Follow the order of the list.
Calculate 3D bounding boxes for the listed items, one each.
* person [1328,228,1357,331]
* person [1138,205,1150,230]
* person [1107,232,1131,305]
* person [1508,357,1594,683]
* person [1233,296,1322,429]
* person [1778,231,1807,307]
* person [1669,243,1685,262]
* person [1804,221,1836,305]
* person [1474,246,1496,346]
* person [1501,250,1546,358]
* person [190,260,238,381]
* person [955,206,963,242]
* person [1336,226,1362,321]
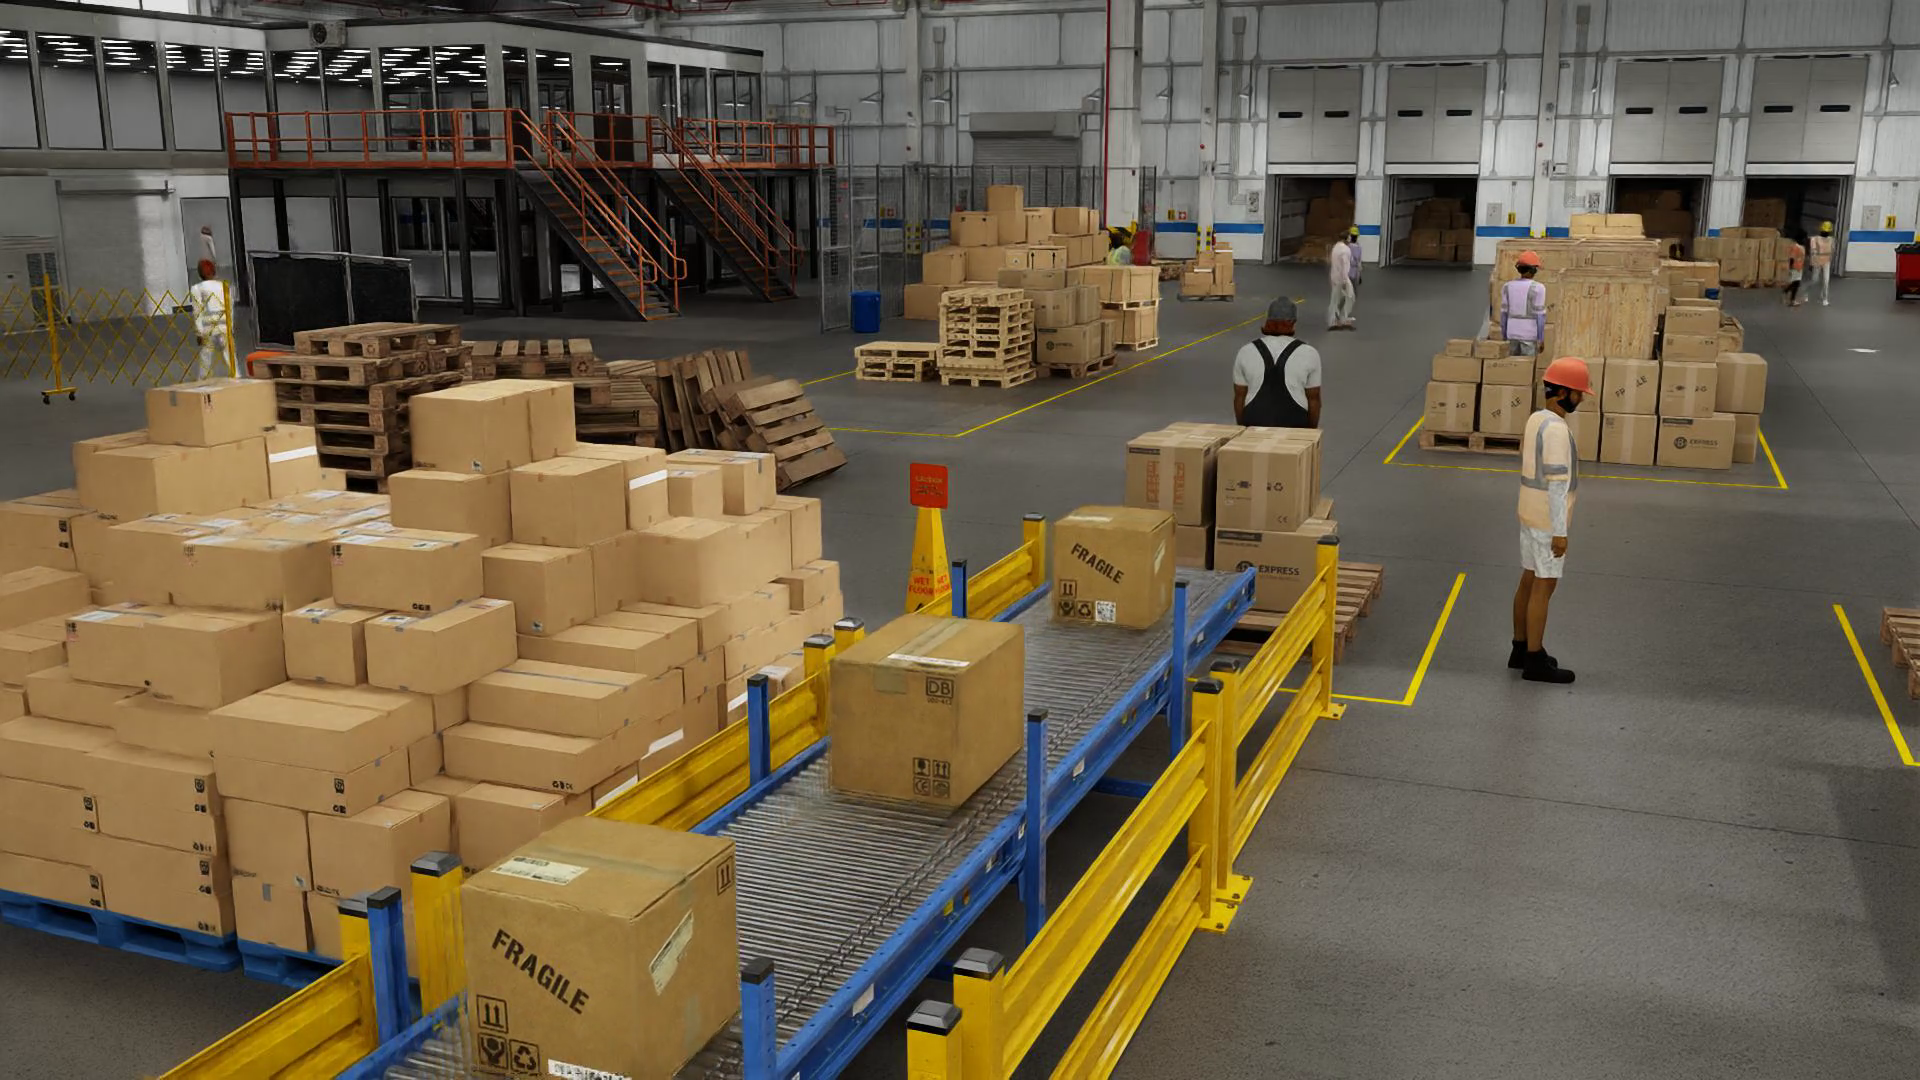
[{"bbox_3d":[7.249,-4.875,31.215,0.668,1.921,0.655,-2,13,-10],"label":"person"},{"bbox_3d":[5.686,-9.513,52.034,1.030,1.916,0.668,1,13,6],"label":"person"},{"bbox_3d":[3.099,-5.045,32.216,0.633,1.818,0.629,-7,14,-28],"label":"person"},{"bbox_3d":[3.512,-0.122,9.887,0.370,1.928,0.543,0,13,2],"label":"person"},{"bbox_3d":[2.520,-0.914,13.183,0.688,2.000,0.536,4,13,19],"label":"person"},{"bbox_3d":[18.528,-6.016,36.870,0.546,1.682,0.379,-11,17,-40],"label":"person"},{"bbox_3d":[11.934,-3.997,27.533,0.969,1.824,0.531,6,14,26],"label":"person"},{"bbox_3d":[19.313,-6.220,37.359,0.600,1.880,0.639,-1,13,-3],"label":"person"},{"bbox_3d":[9.262,-4.167,28.359,0.979,1.801,0.637,2,13,7],"label":"person"},{"bbox_3d":[6.863,-2.494,20.258,0.365,2.048,0.607,-9,16,-36],"label":"person"},{"bbox_3d":[-9.928,-2.792,22.088,1.013,1.824,0.597,9,16,36],"label":"person"},{"bbox_3d":[-0.007,-9.267,50.875,0.351,1.942,0.545,-11,17,-41],"label":"person"},{"bbox_3d":[7.709,-5.306,33.191,0.653,1.906,0.594,-7,15,-30],"label":"person"}]
